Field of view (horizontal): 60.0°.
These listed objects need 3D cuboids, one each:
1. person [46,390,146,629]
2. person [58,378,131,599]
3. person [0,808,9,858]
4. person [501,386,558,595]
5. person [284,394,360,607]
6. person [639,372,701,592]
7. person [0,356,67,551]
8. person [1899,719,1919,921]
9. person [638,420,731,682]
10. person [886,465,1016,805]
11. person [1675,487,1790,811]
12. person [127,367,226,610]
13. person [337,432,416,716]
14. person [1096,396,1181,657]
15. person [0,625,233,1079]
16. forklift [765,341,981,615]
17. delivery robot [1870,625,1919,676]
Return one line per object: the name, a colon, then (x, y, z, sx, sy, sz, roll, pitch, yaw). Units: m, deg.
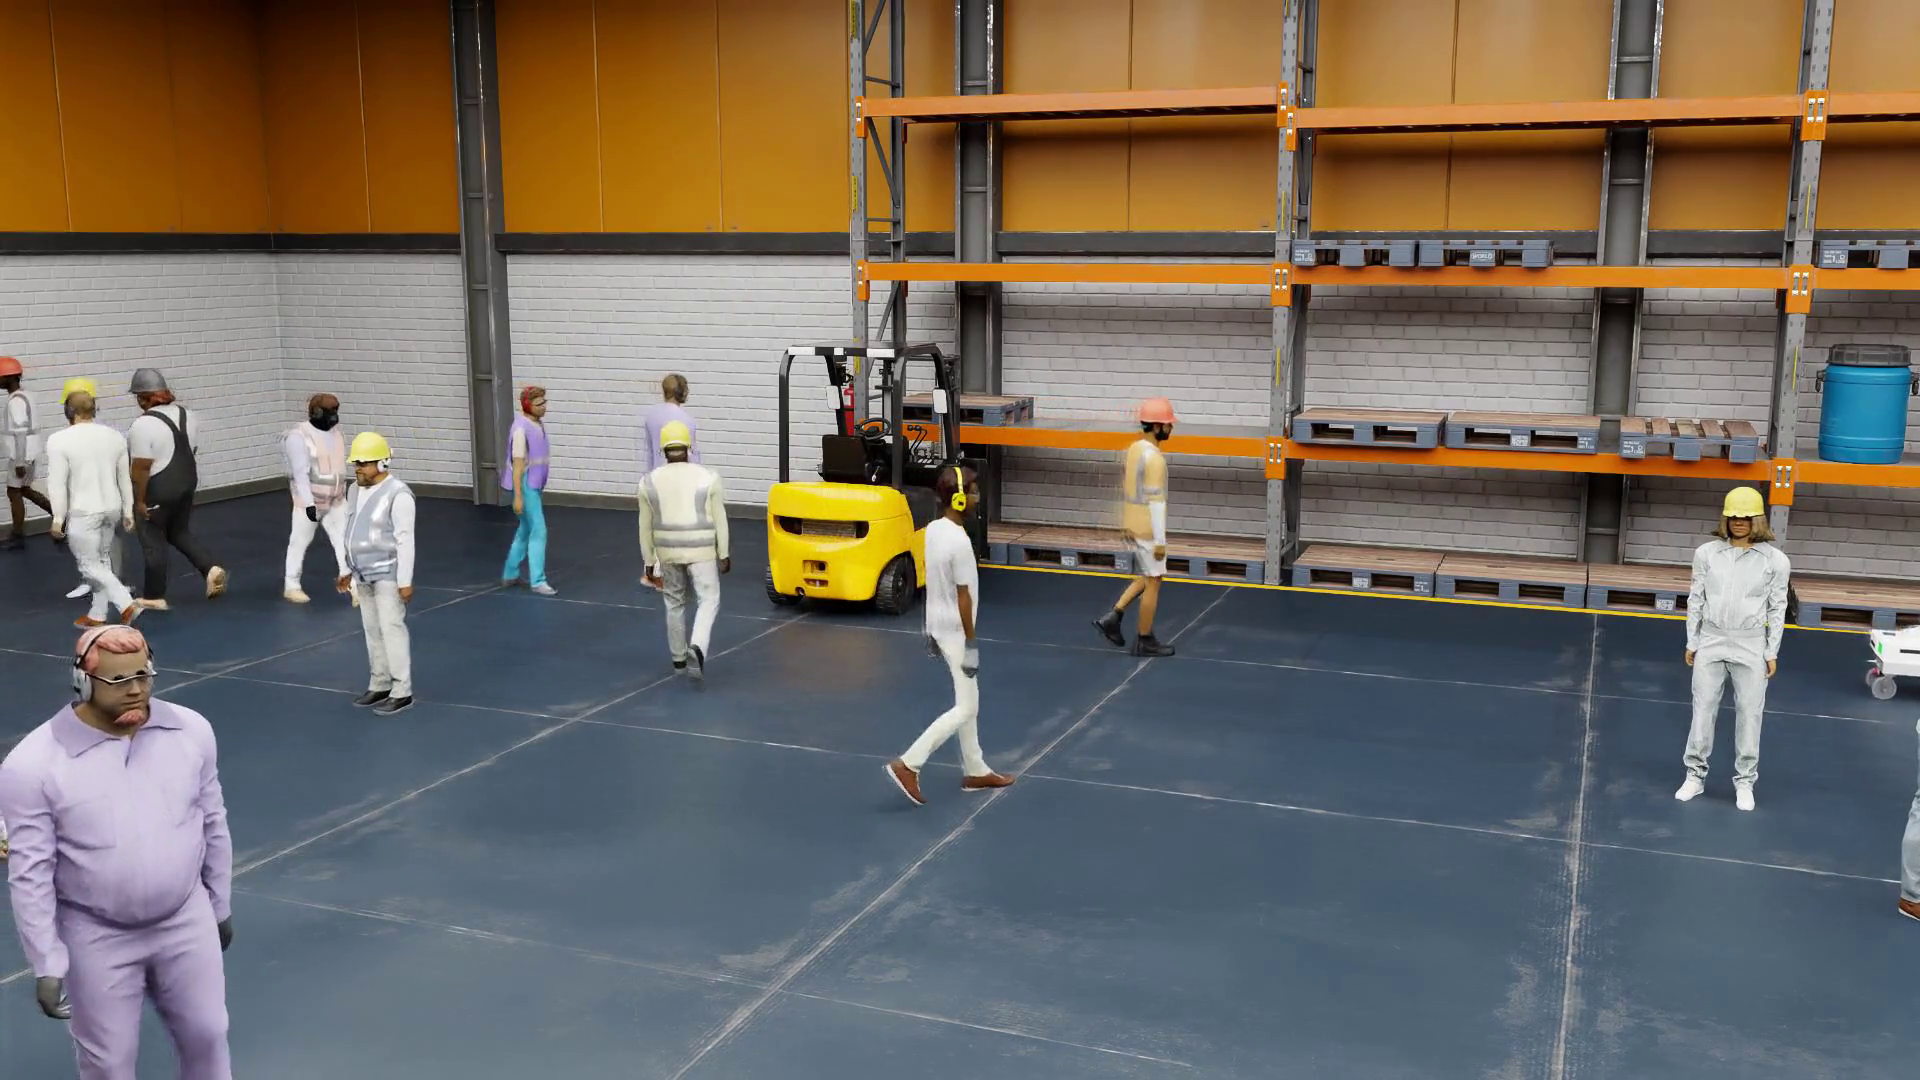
person: (-6.627, -0.199, 12.820, 0.715, 1.915, 0.646, 4, 11, 23)
person: (-7.349, -0.416, 14.020, 0.603, 1.899, 0.633, 9, 14, 42)
person: (-5.043, 0.704, 8.110, 0.970, 1.798, 0.636, 4, 11, 21)
person: (-3.772, -0.429, 14.392, 0.578, 1.813, 0.627, 0, 10, 2)
person: (-5.320, -0.325, 13.865, 1.013, 1.786, 0.626, 6, 12, 30)
person: (-2.523, -0.512, 14.577, 0.762, 1.932, 0.647, -10, 14, -43)
person: (-9.245, -0.859, 16.445, 0.632, 1.933, 0.575, -4, 11, -21)
person: (4.449, 0.900, 7.440, 0.498, 1.633, 0.282, -9, 13, -40)
person: (-1.906, 0.083, 11.485, 0.622, 1.813, 0.700, 0, 10, 3)
person: (-0.047, 0.510, 9.018, 0.766, 1.850, 0.546, -4, 11, -21)
person: (4.149, 0.577, 8.936, 0.487, 1.744, 0.294, 6, 12, 32)
person: (-6.529, -0.423, 13.676, 0.686, 2.000, 0.692, 3, 11, 15)
person: (-3.762, 0.207, 10.777, 0.611, 1.827, 0.404, 8, 13, 37)
person: (1.338, -0.083, 12.104, 0.507, 1.924, 0.560, -2, 10, -13)
person: (-2.525, 1.192, 5.093, 0.431, 1.903, 0.665, 10, 14, 43)
forklift: (-0.739, -0.602, 14.246, 1.214, 2.155, 2.313, 4, 11, 21)
delivery robot: (6.451, 0.746, 11.044, 0.707, 0.478, 0.477, 4, 11, 21)
